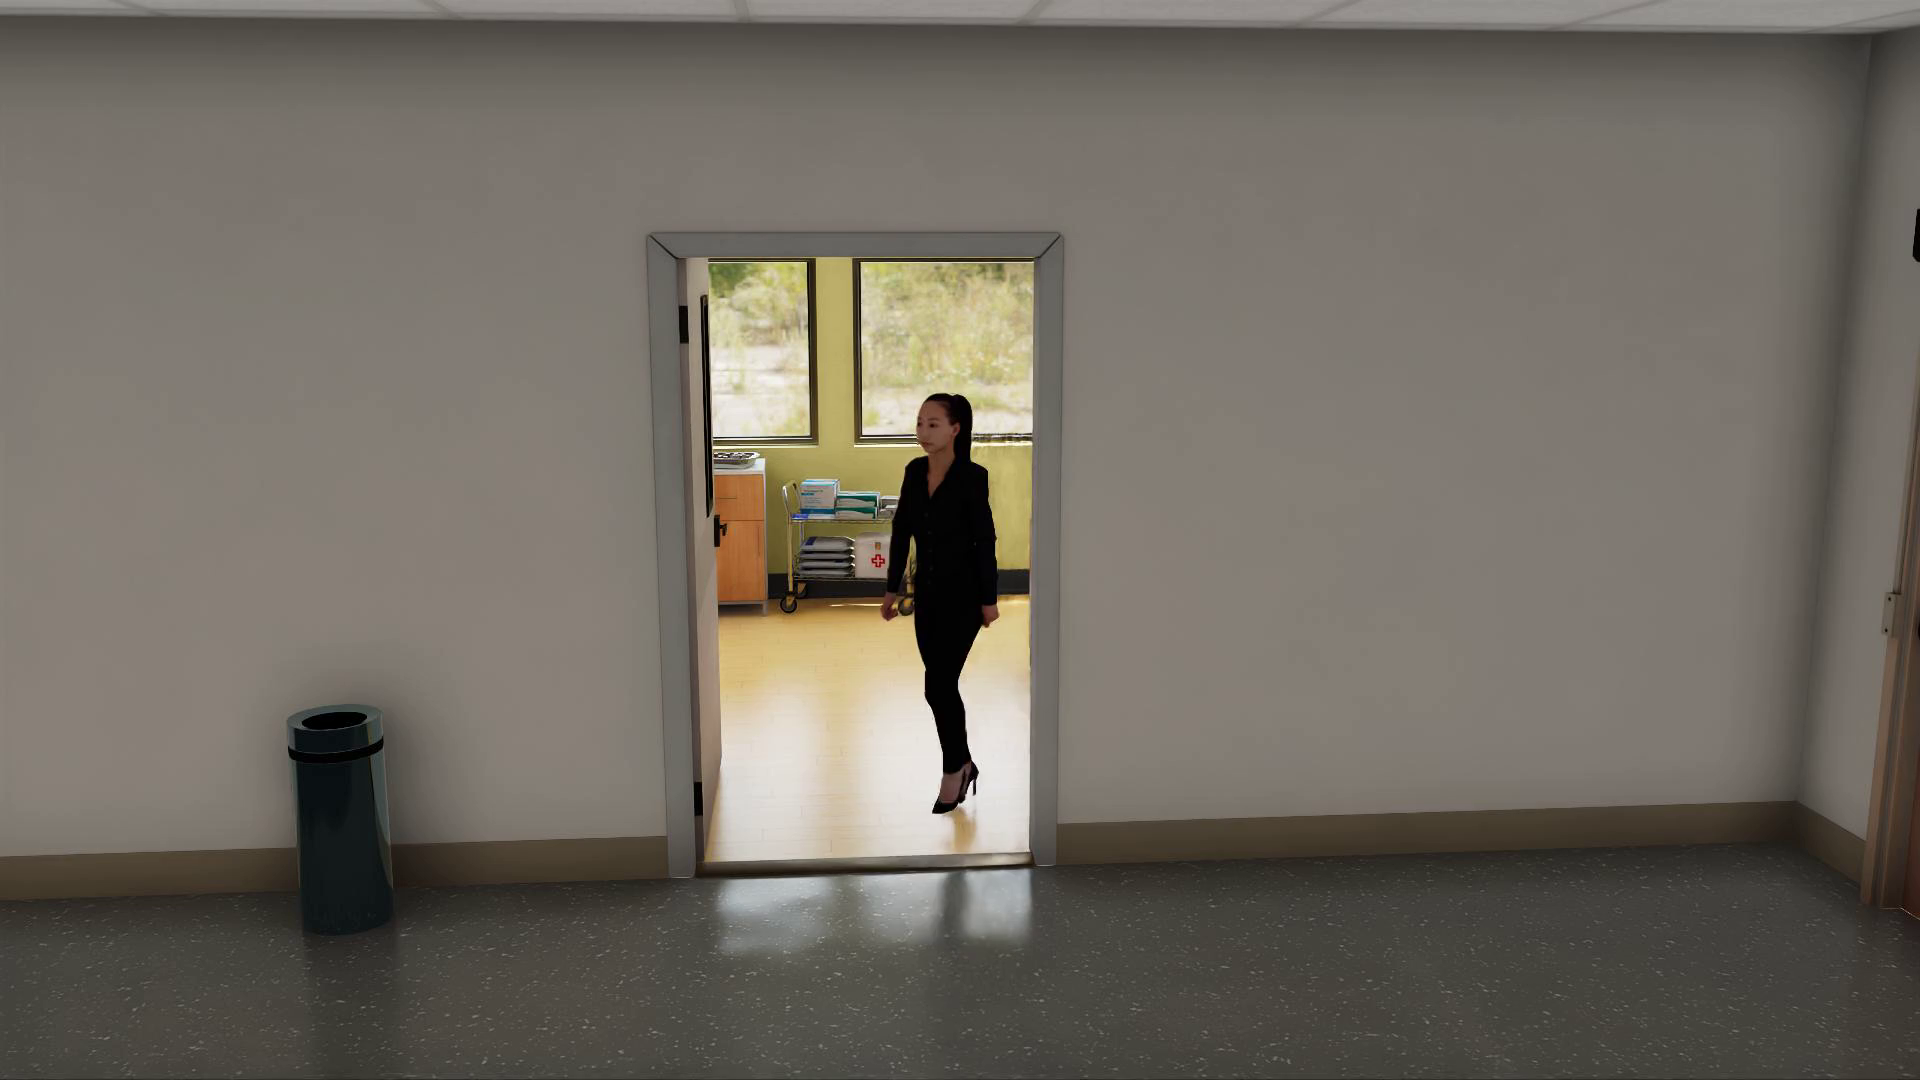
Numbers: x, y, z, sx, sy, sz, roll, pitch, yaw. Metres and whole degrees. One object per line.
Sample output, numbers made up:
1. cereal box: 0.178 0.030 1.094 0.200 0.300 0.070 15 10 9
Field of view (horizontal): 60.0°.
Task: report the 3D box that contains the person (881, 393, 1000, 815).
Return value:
1. person: 0.005 0.261 6.599 0.796 1.687 0.736 -10 15 -43
